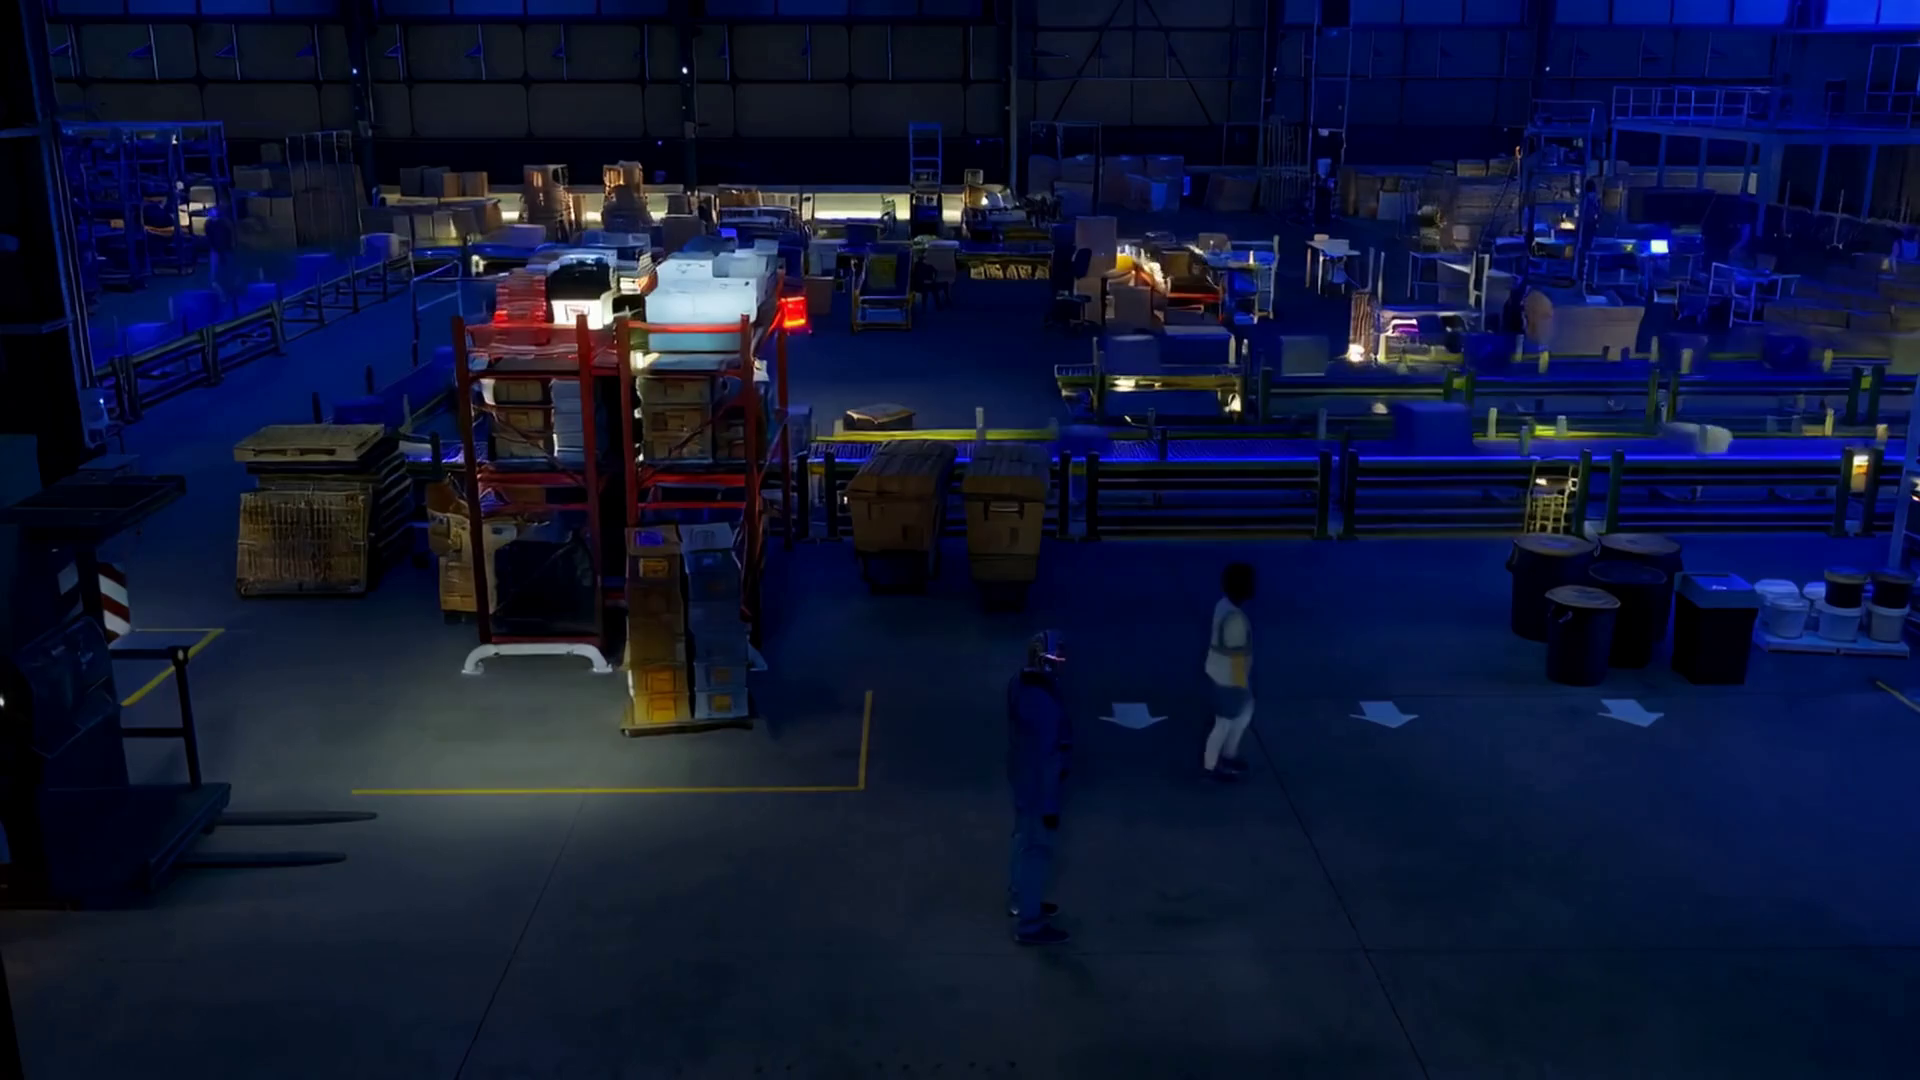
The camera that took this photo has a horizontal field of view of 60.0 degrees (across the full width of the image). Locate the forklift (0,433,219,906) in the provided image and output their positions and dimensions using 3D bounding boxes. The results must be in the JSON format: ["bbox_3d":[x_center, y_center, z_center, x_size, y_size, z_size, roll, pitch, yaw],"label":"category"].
[{"bbox_3d":[-5.952,0.780,10.366,1.873,2.768,1.129,0,16,-1],"label":"forklift"}]

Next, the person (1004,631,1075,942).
[{"bbox_3d":[0.483,1.443,9.820,0.399,1.900,0.636,-4,16,-13],"label":"person"}]

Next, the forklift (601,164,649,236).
[{"bbox_3d":[-9.948,-10.127,49.296,1.157,1.987,2.680,-1,16,-3],"label":"forklift"}]

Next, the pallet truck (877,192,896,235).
[{"bbox_3d":[-2.277,-9.986,50.594,0.653,1.274,1.630,0,16,-1],"label":"pallet truck"}]

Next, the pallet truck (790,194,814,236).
[{"bbox_3d":[-4.814,-9.883,50.259,0.704,1.261,1.522,-1,16,-3],"label":"pallet truck"}]

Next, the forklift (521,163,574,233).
[{"bbox_3d":[-12.233,-10.122,49.298,1.157,1.987,2.680,0,16,-1],"label":"forklift"}]

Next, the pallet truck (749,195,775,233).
[{"bbox_3d":[-6.051,-9.967,50.660,0.680,1.201,1.601,0,16,-1],"label":"pallet truck"}]

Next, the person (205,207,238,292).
[{"bbox_3d":[-16.643,-6.514,37.397,0.638,1.941,1.019,1,16,5],"label":"person"}]

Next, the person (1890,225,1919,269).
[{"bbox_3d":[19.273,-5.492,33.975,0.590,1.864,0.652,0,16,1],"label":"person"}]

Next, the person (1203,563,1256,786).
[{"bbox_3d":[1.987,0.965,11.854,0.521,1.673,0.548,0,16,1],"label":"person"}]

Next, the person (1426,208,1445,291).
[{"bbox_3d":[10.862,-6.643,37.966,0.335,1.873,0.520,5,17,17],"label":"person"}]

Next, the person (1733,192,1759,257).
[{"bbox_3d":[21.065,-8.469,44.586,0.527,1.721,0.938,-5,17,-18],"label":"person"}]

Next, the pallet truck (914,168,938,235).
[{"bbox_3d":[-0.989,-10.316,50.507,0.823,1.965,1.885,1,16,3],"label":"pallet truck"}]

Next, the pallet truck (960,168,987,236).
[{"bbox_3d":[0.383,-10.230,50.206,0.823,1.965,1.885,-1,16,-3],"label":"pallet truck"}]
